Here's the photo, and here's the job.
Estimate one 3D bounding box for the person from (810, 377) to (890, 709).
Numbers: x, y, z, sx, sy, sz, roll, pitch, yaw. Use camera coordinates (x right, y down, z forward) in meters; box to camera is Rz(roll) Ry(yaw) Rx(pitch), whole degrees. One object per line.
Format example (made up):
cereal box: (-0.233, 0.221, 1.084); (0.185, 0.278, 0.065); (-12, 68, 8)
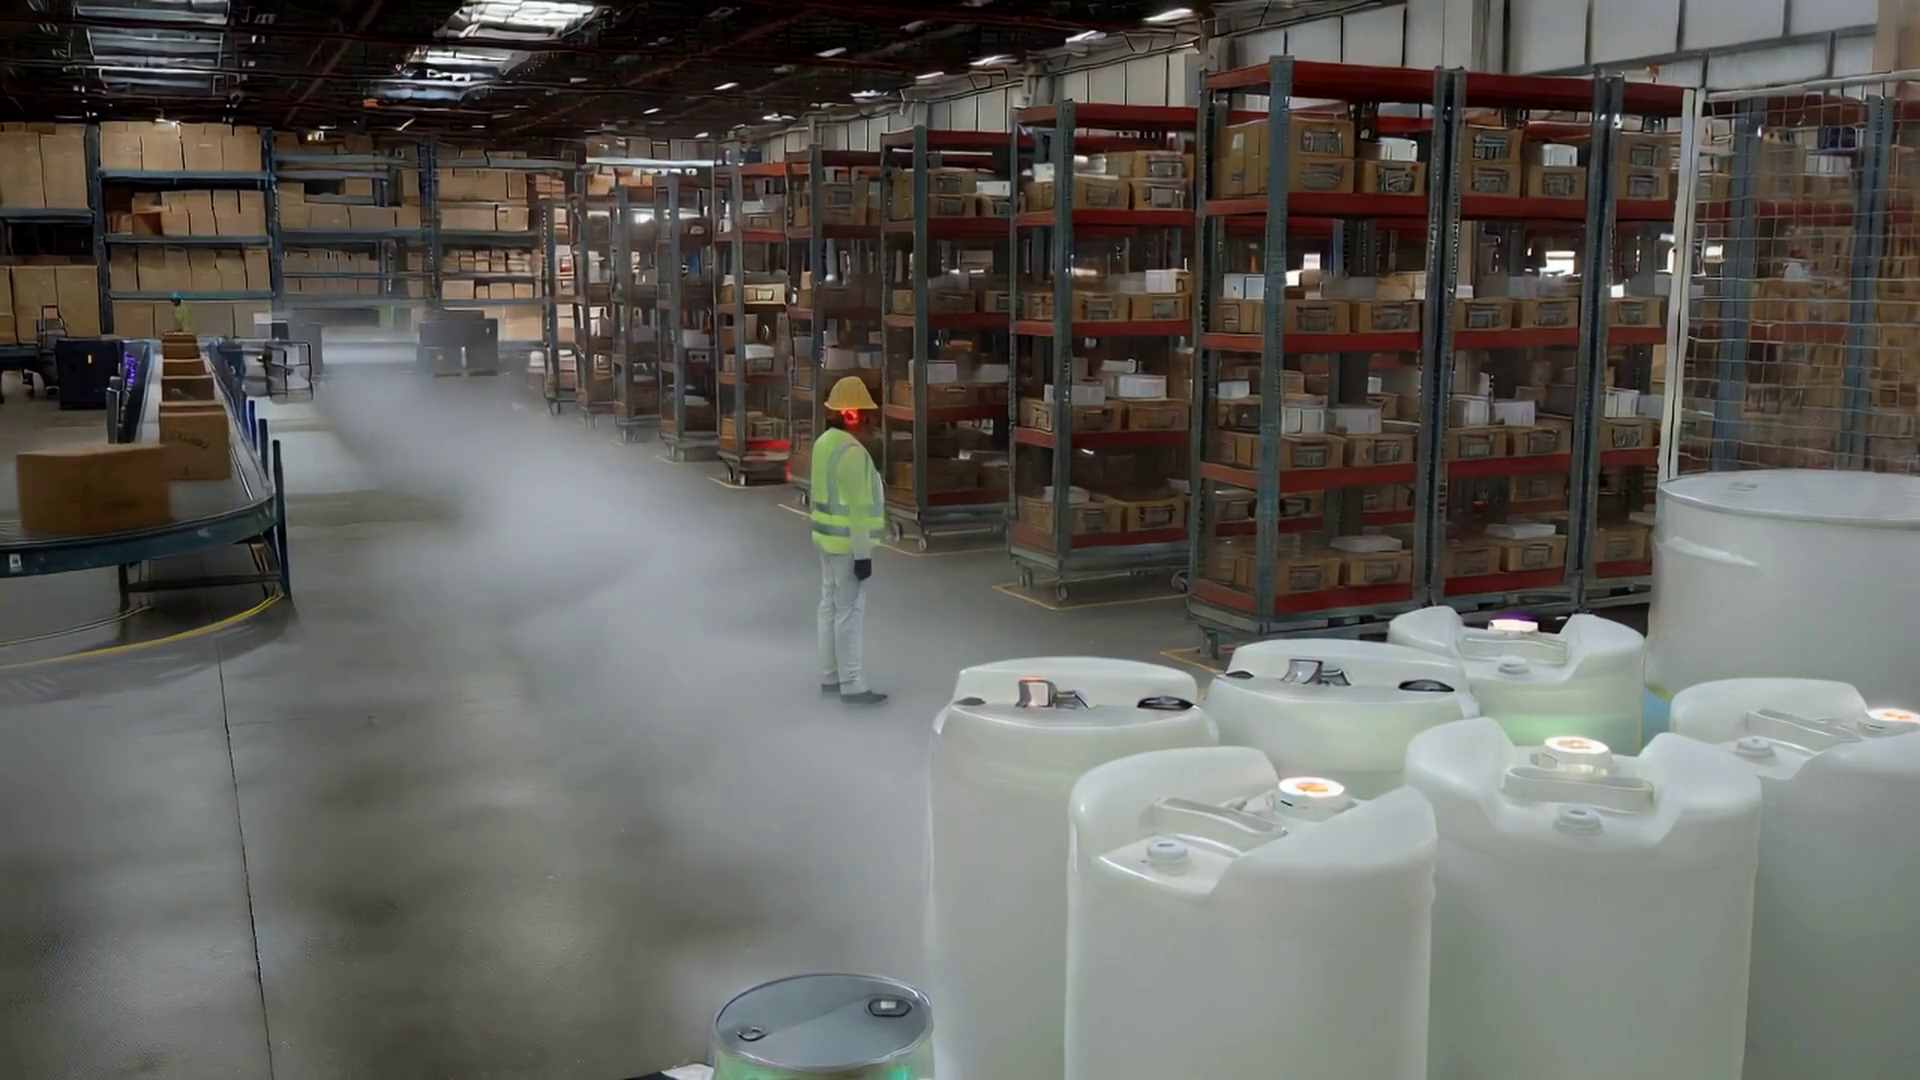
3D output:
person: (-0.619, 0.013, 9.244); (0.404, 1.834, 0.591); (-4, 10, -23)

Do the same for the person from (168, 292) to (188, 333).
person: (-19.419, -5.157, 41.121); (0.916, 1.898, 0.552); (-5, 10, -29)

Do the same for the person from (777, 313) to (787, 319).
person: (-4.980, -6.008, 46.239); (0.610, 1.950, 0.377); (4, 10, 26)

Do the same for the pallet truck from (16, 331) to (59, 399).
pallet truck: (-17.082, -3.353, 31.781); (1.630, 1.274, 0.653); (-4, 10, -25)

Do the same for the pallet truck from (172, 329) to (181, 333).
pallet truck: (-17.275, -3.851, 35.096); (1.601, 1.201, 0.680); (0, 9, 1)
